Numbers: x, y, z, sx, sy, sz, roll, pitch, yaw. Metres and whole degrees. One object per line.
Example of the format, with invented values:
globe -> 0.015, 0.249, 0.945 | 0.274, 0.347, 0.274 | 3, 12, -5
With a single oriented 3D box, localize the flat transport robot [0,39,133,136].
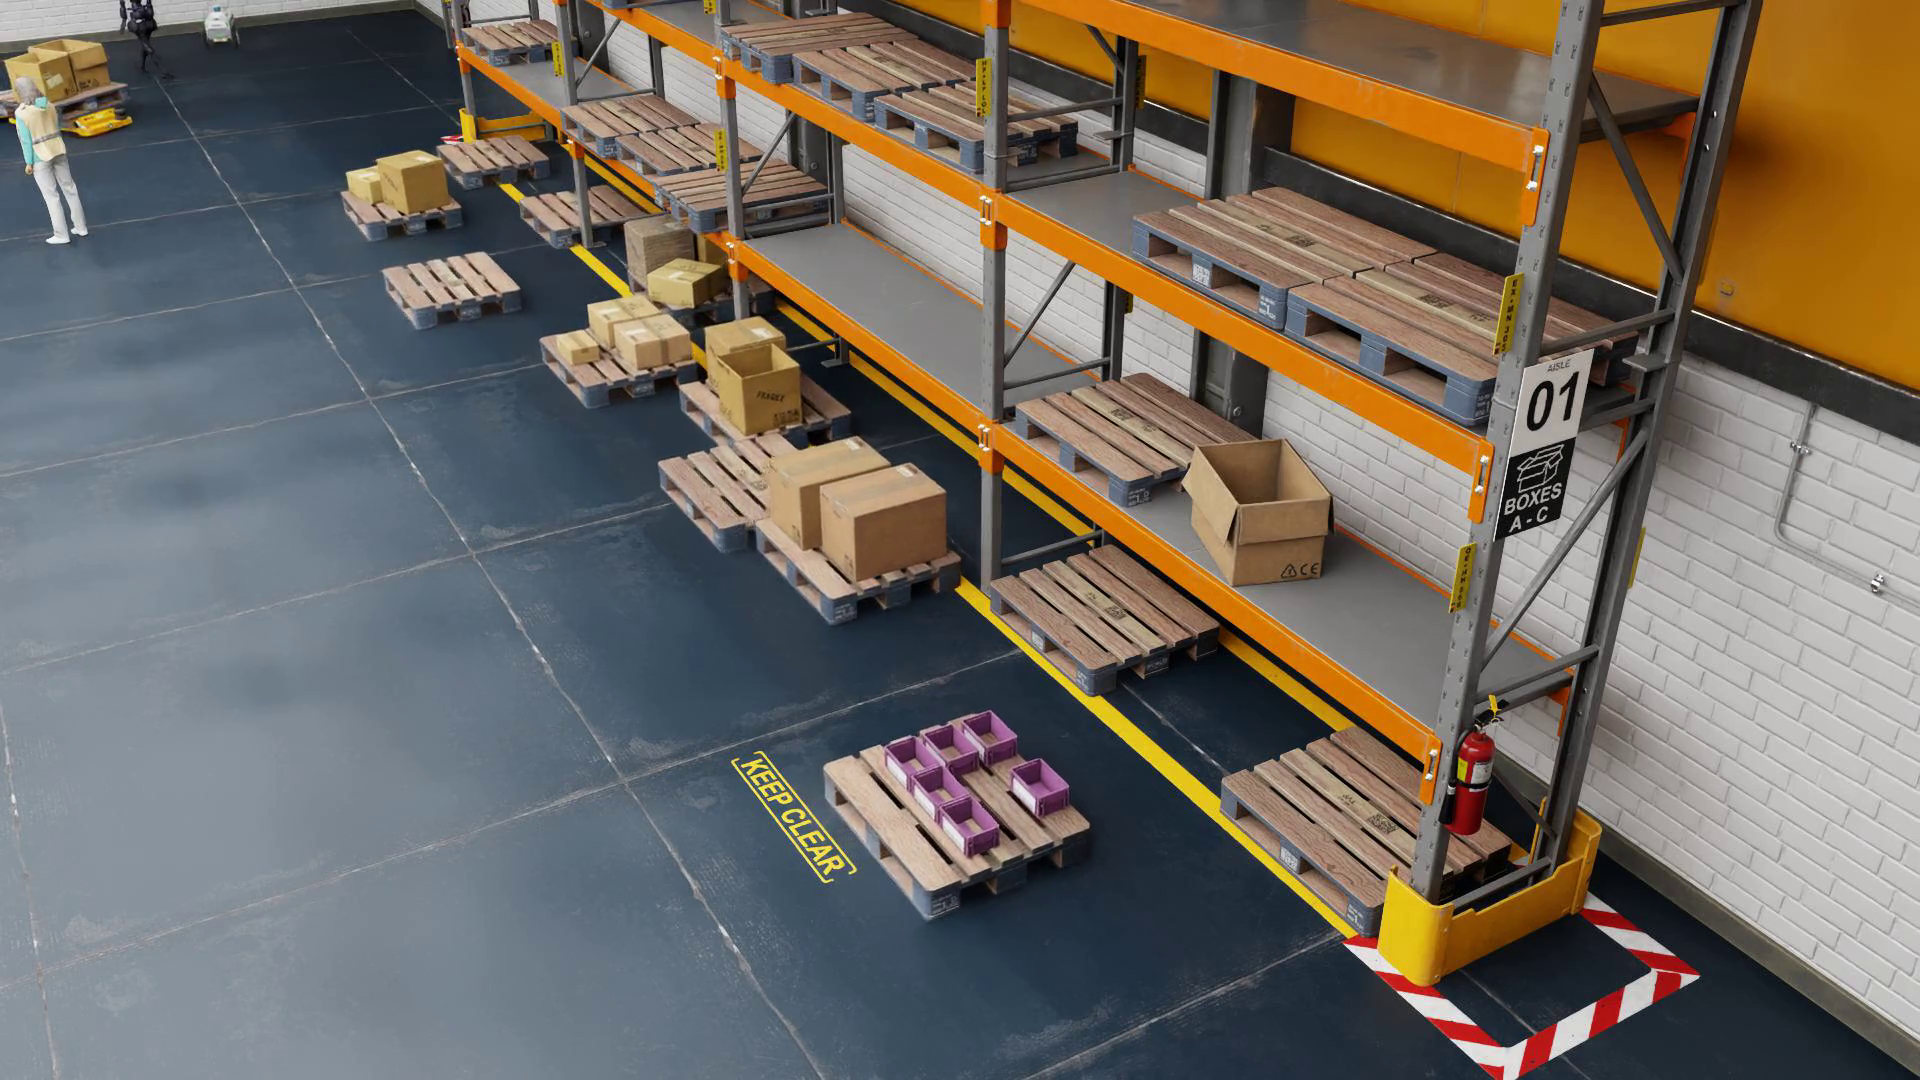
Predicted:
flat transport robot -> -11.302, -5.371, 21.115 | 1.431, 0.231, 0.659 | 13, 32, 21

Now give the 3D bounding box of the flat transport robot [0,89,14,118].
flat transport robot -> -12.319, -5.678, 21.657 | 0.659, 0.231, 1.431 | 21, 36, 32

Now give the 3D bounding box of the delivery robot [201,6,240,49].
delivery robot -> -11.081, -7.682, 24.912 | 0.499, 0.602, 0.795 | -8, 30, -13

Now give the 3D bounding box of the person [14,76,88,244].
person -> -9.323, -3.880, 17.016 | 0.367, 1.713, 0.464 | 12, 32, 20

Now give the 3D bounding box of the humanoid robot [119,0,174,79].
humanoid robot -> -11.372, -7.212, 22.990 | 0.823, 1.623, 0.596 | 10, 31, 18
